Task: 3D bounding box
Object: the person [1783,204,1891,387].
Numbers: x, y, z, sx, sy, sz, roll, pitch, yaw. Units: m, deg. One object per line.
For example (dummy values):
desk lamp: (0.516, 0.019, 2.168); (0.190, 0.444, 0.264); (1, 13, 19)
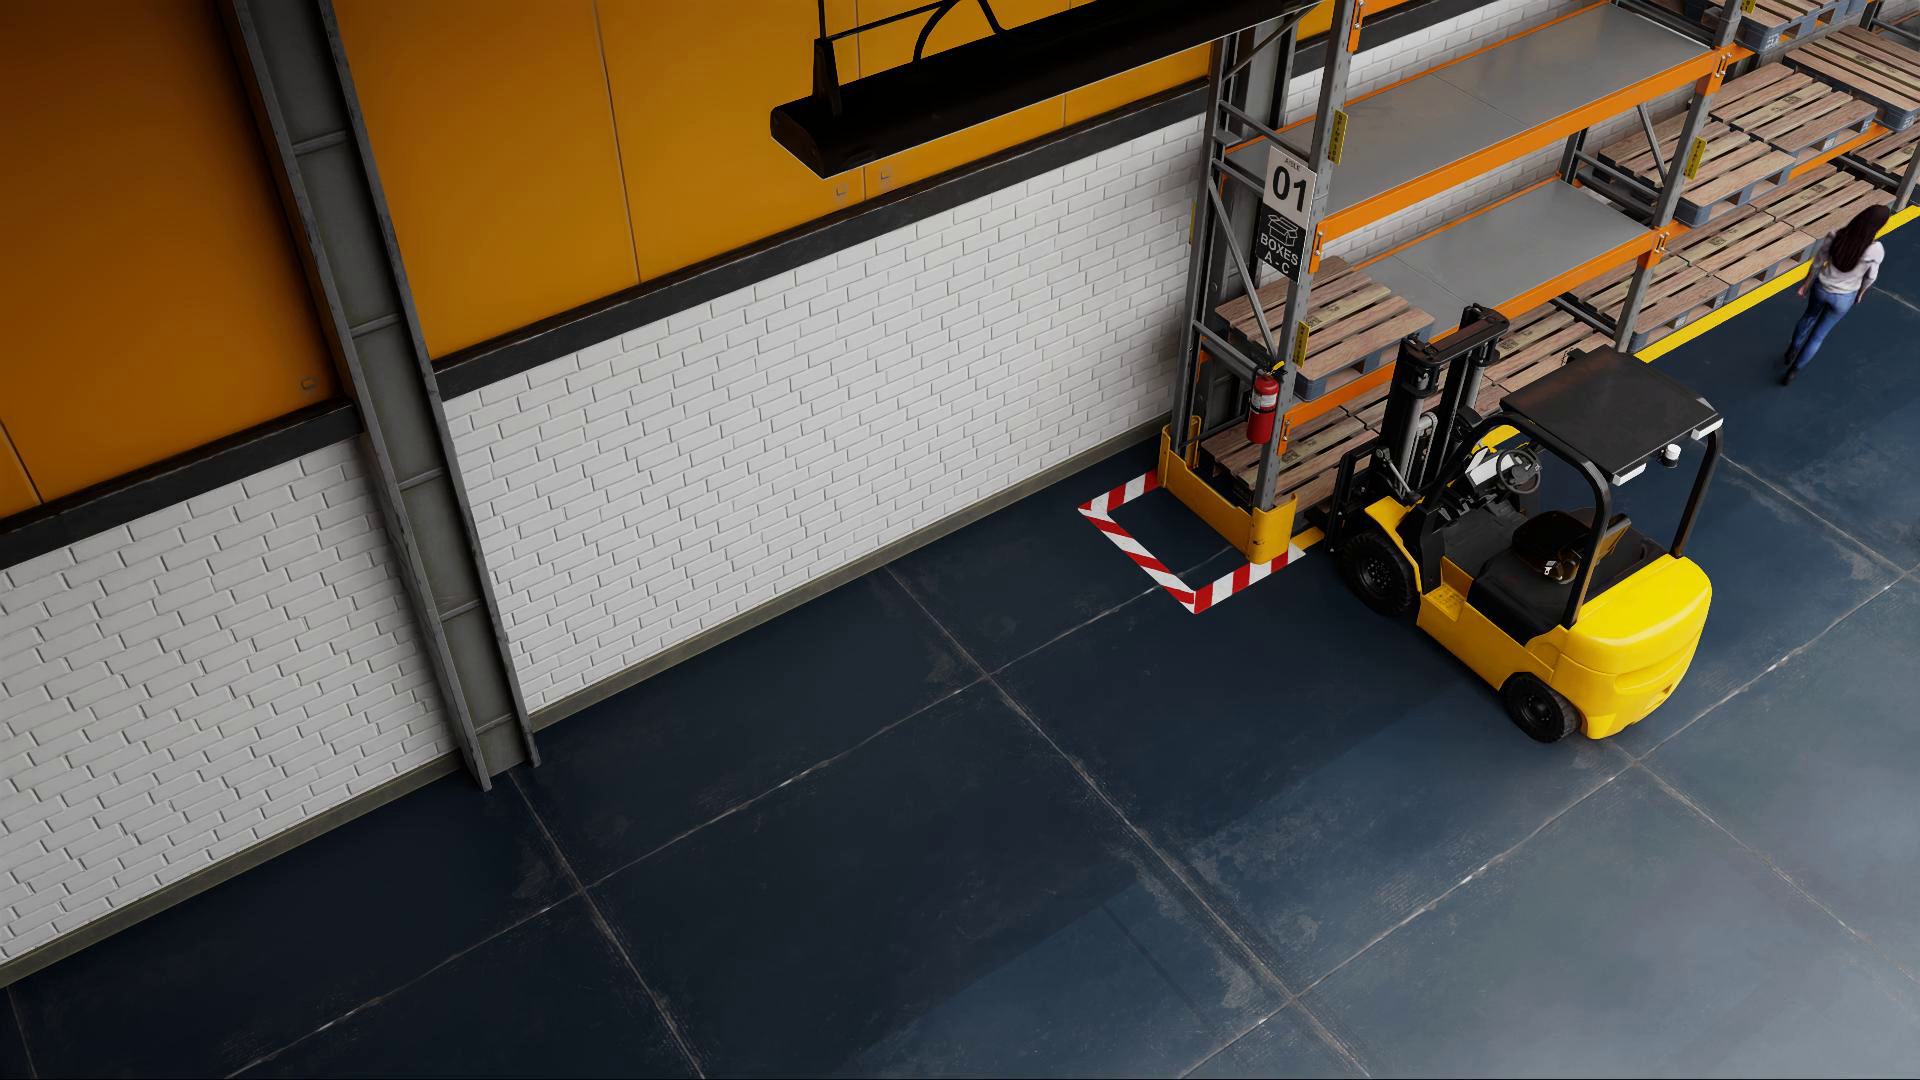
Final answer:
person: (6.798, -1.872, 13.019); (0.698, 1.609, 0.742); (30, 51, 27)
